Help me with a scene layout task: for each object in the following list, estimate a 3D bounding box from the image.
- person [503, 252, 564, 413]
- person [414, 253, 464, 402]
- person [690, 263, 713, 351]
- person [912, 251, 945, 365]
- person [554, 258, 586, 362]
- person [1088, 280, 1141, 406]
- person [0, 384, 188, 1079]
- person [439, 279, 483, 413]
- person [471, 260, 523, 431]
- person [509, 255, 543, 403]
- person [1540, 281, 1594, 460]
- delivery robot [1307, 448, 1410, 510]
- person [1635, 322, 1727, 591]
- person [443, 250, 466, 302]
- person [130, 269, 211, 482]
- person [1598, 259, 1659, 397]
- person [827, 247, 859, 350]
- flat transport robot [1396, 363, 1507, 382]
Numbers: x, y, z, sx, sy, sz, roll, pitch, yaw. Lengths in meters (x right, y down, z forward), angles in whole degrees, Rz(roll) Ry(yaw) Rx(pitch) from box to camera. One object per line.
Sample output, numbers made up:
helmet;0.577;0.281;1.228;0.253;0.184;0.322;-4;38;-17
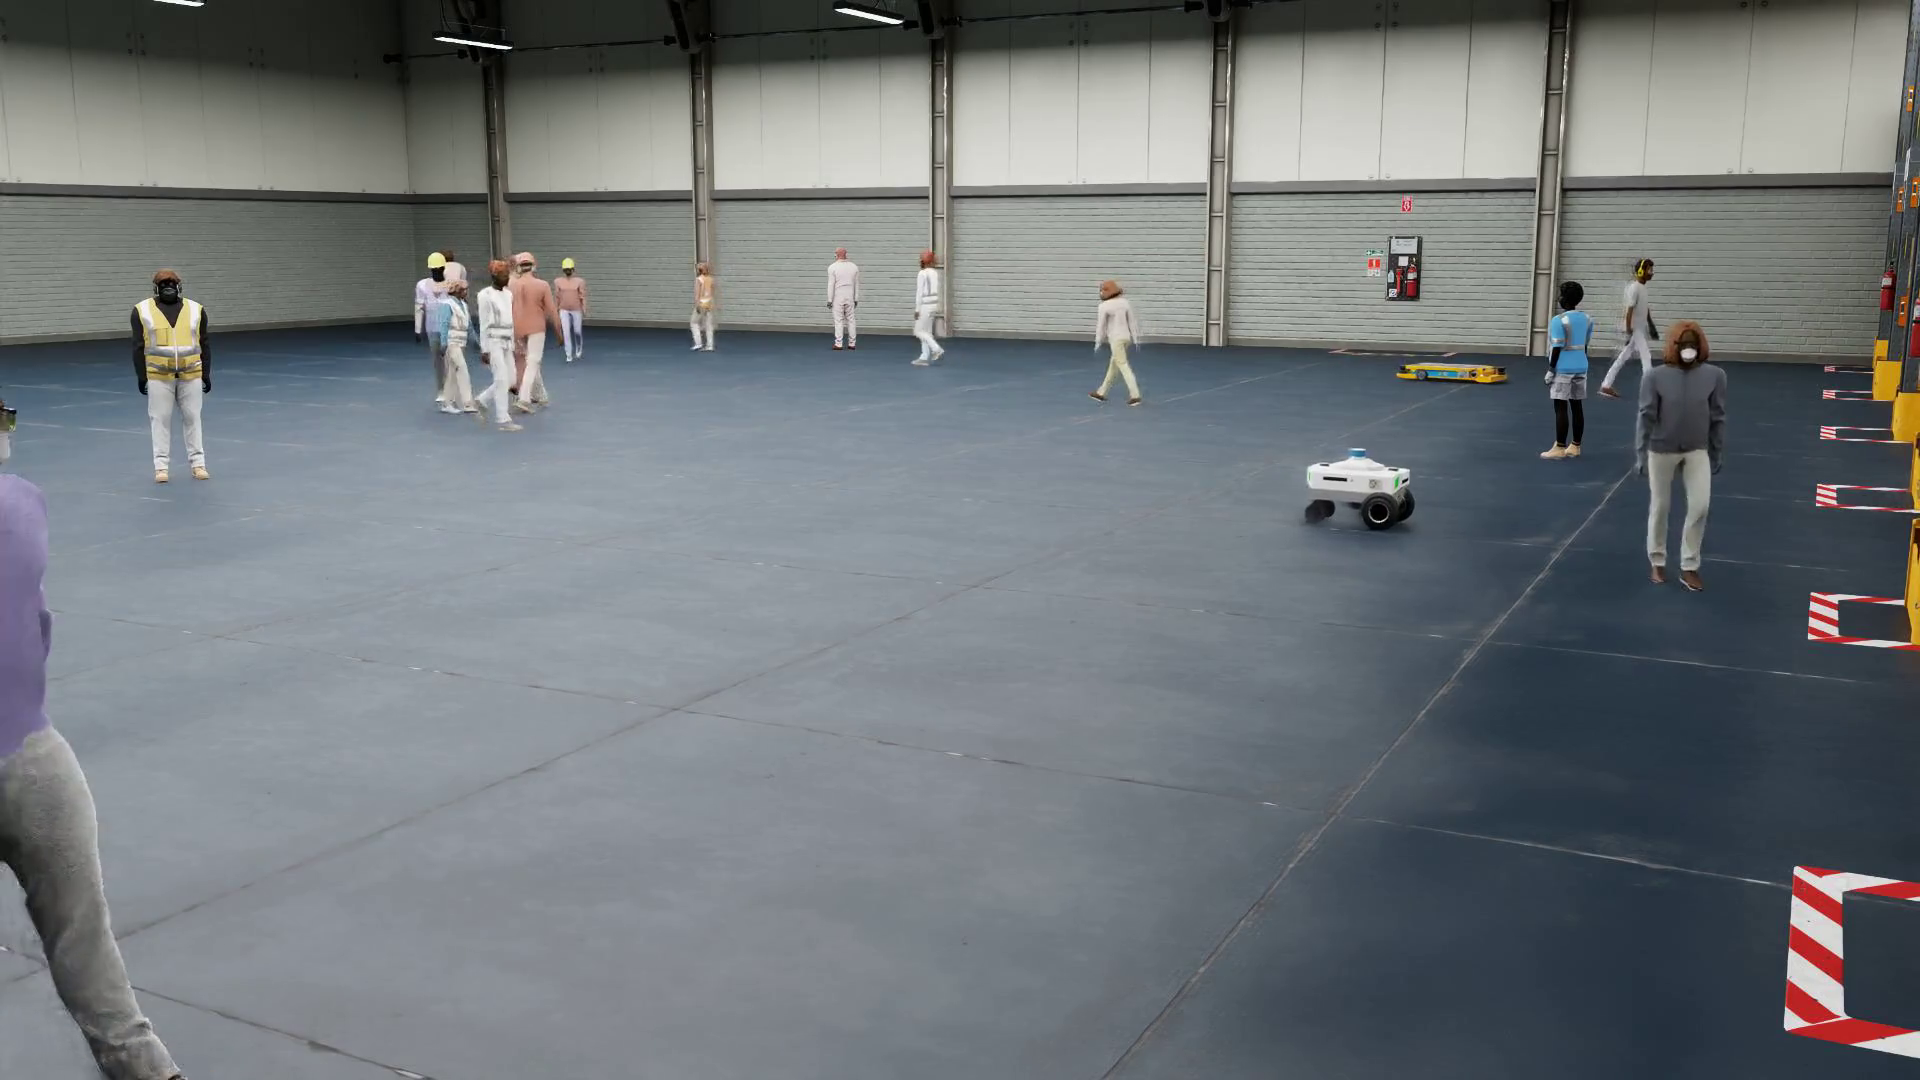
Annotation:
person;-5.217;-2.513;20.157;0.693;1.931;1.029;3;11;15
person;-6.623;-2.682;21.145;0.605;1.904;0.685;0;10;-1
person;-4.781;-4.294;30.663;0.537;1.619;0.549;5;12;26
person;-0.526;-3.779;27.184;0.544;1.875;0.606;5;12;25
person;-6.626;-3.918;28.298;0.529;1.751;0.598;-2;11;-9
person;1.960;-2.485;20.963;0.504;1.560;0.919;-10;14;-43
person;-2.312;0.499;3.850;1.043;1.888;0.654;2;11;11
person;-5.956;-2.313;19.933;0.660;1.608;0.539;0;10;3
person;-5.106;-2.123;18.196;0.619;1.867;0.585;3;11;18
person;-5.537;-2.671;21.117;0.439;1.886;0.669;-1;10;-7
person;5.778;-1.608;15.835;0.530;1.697;0.321;-7;12;-32
delivery robot;2.941;-0.434;12.298;0.707;0.478;0.477;6;12;29
person;4.350;-0.503;10.046;0.524;1.608;0.624;2;11;10
person;-10.199;-4.890;33.348;0.633;1.842;0.429;-9;13;-39
person;-6.832;-1.428;14.463;0.627;1.844;0.429;-7;12;-33
person;8.884;-2.756;21.775;0.972;1.824;0.539;6;12;31
person;-2.201;-4.497;31.027;0.646;1.904;0.401;-7;12;-32
flat transport robot;7.212;-2.465;24.403;1.431;0.197;0.652;8;13;37
